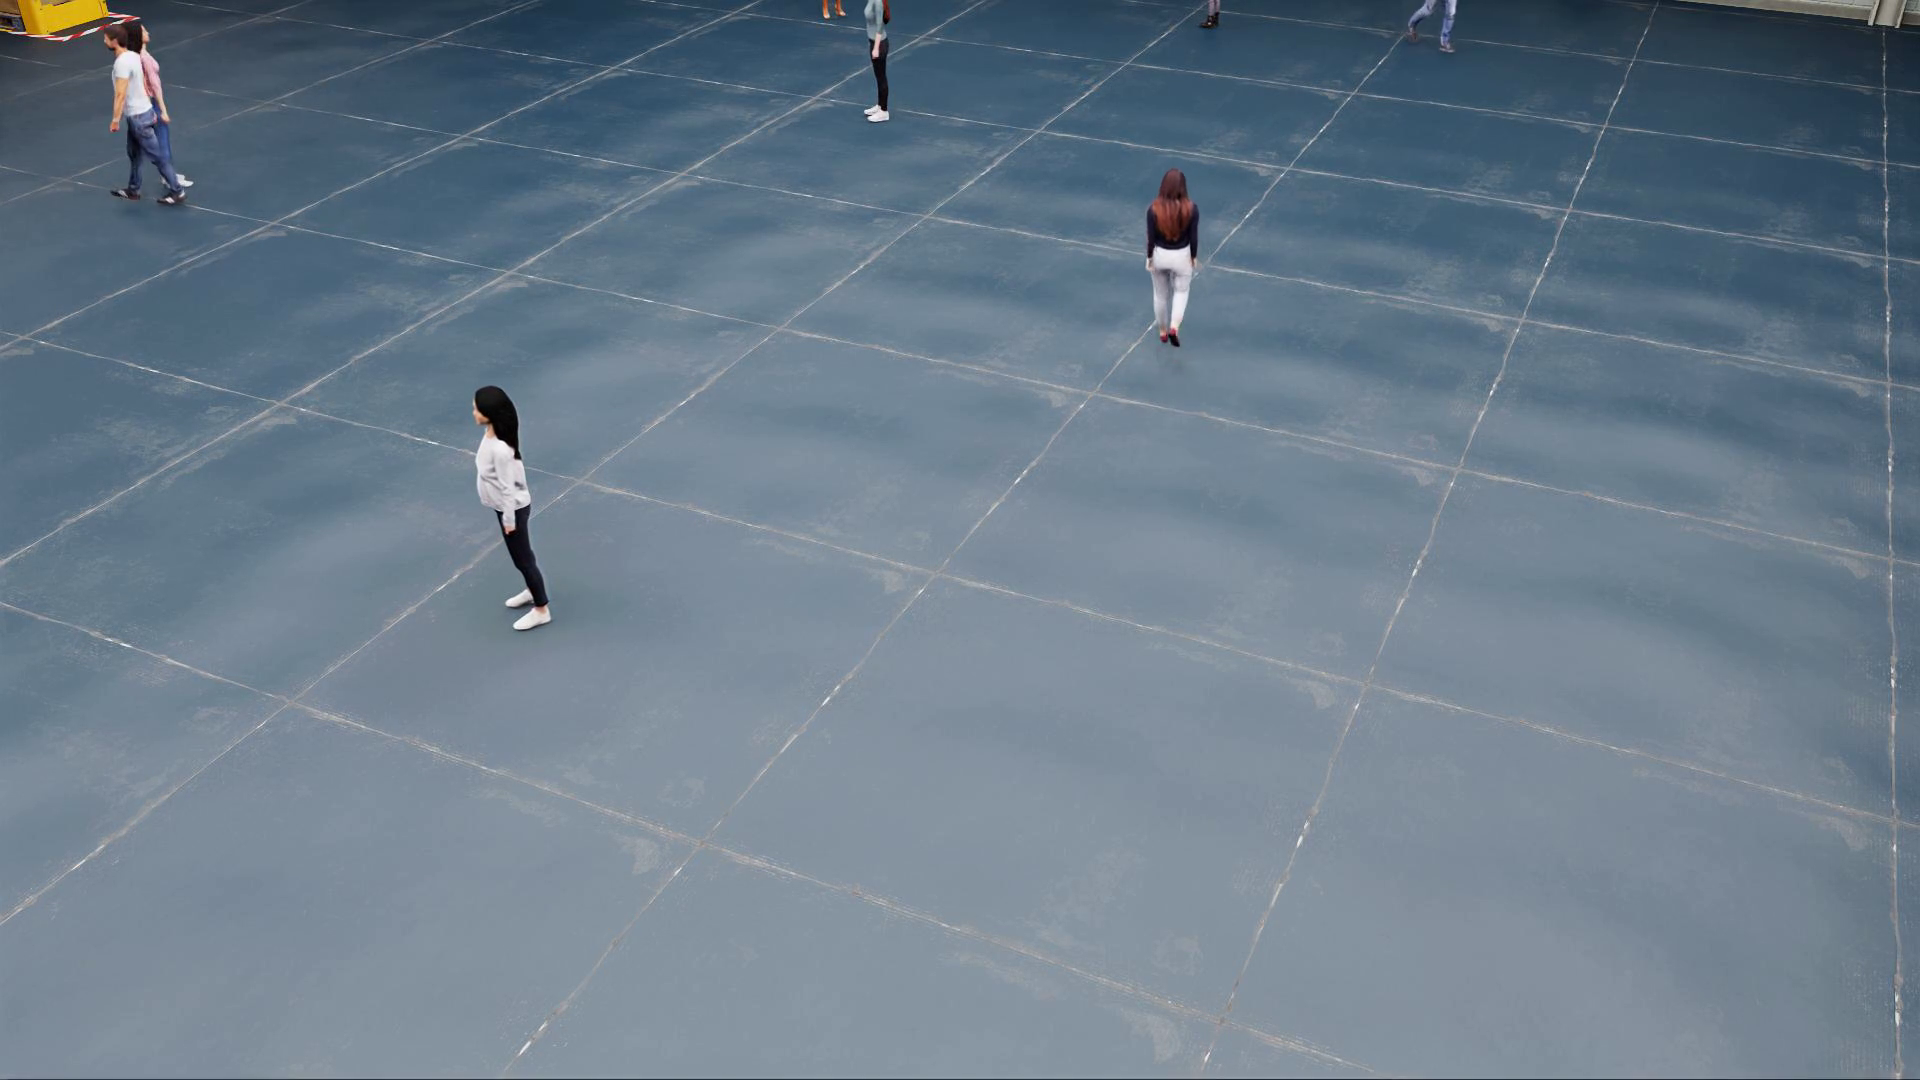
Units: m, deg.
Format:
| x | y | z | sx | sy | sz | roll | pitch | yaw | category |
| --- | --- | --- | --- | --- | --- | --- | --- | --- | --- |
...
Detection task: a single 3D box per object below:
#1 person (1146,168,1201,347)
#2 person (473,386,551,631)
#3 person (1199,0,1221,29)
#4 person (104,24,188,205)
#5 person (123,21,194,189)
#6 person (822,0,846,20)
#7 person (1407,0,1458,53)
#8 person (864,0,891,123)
| x | y | z | sx | sy | sz | roll | pitch | yaw | category |
| --- | --- | --- | --- | --- | --- | --- | --- | --- | --- |
| 1.801 | -2.355 | 14.126 | 0.861 | 1.596 | 0.823 | 3 | 32 | 5 | person |
| -2.870 | -0.224 | 10.652 | 0.747 | 1.698 | 0.675 | -13 | 35 | -20 | person |
| 3.506 | -7.756 | 22.986 | 0.521 | 1.278 | 0.516 | 19 | 37 | 28 | person |
| -8.307 | -4.325 | 17.019 | 1.076 | 1.842 | 0.984 | -8 | 33 | -13 | person |
| -8.514 | -4.609 | 17.563 | 0.701 | 1.742 | 0.593 | -21 | 38 | -29 | person |
| -1.785 | -8.187 | 23.287 | 0.637 | 1.686 | 0.671 | -17 | 36 | -25 | person |
| 6.303 | -7.408 | 21.924 | 1.098 | 1.823 | 1.201 | -14 | 35 | -20 | person |
| -0.961 | -5.775 | 19.411 | 0.696 | 1.742 | 0.670 | -4 | 32 | -6 | person |
